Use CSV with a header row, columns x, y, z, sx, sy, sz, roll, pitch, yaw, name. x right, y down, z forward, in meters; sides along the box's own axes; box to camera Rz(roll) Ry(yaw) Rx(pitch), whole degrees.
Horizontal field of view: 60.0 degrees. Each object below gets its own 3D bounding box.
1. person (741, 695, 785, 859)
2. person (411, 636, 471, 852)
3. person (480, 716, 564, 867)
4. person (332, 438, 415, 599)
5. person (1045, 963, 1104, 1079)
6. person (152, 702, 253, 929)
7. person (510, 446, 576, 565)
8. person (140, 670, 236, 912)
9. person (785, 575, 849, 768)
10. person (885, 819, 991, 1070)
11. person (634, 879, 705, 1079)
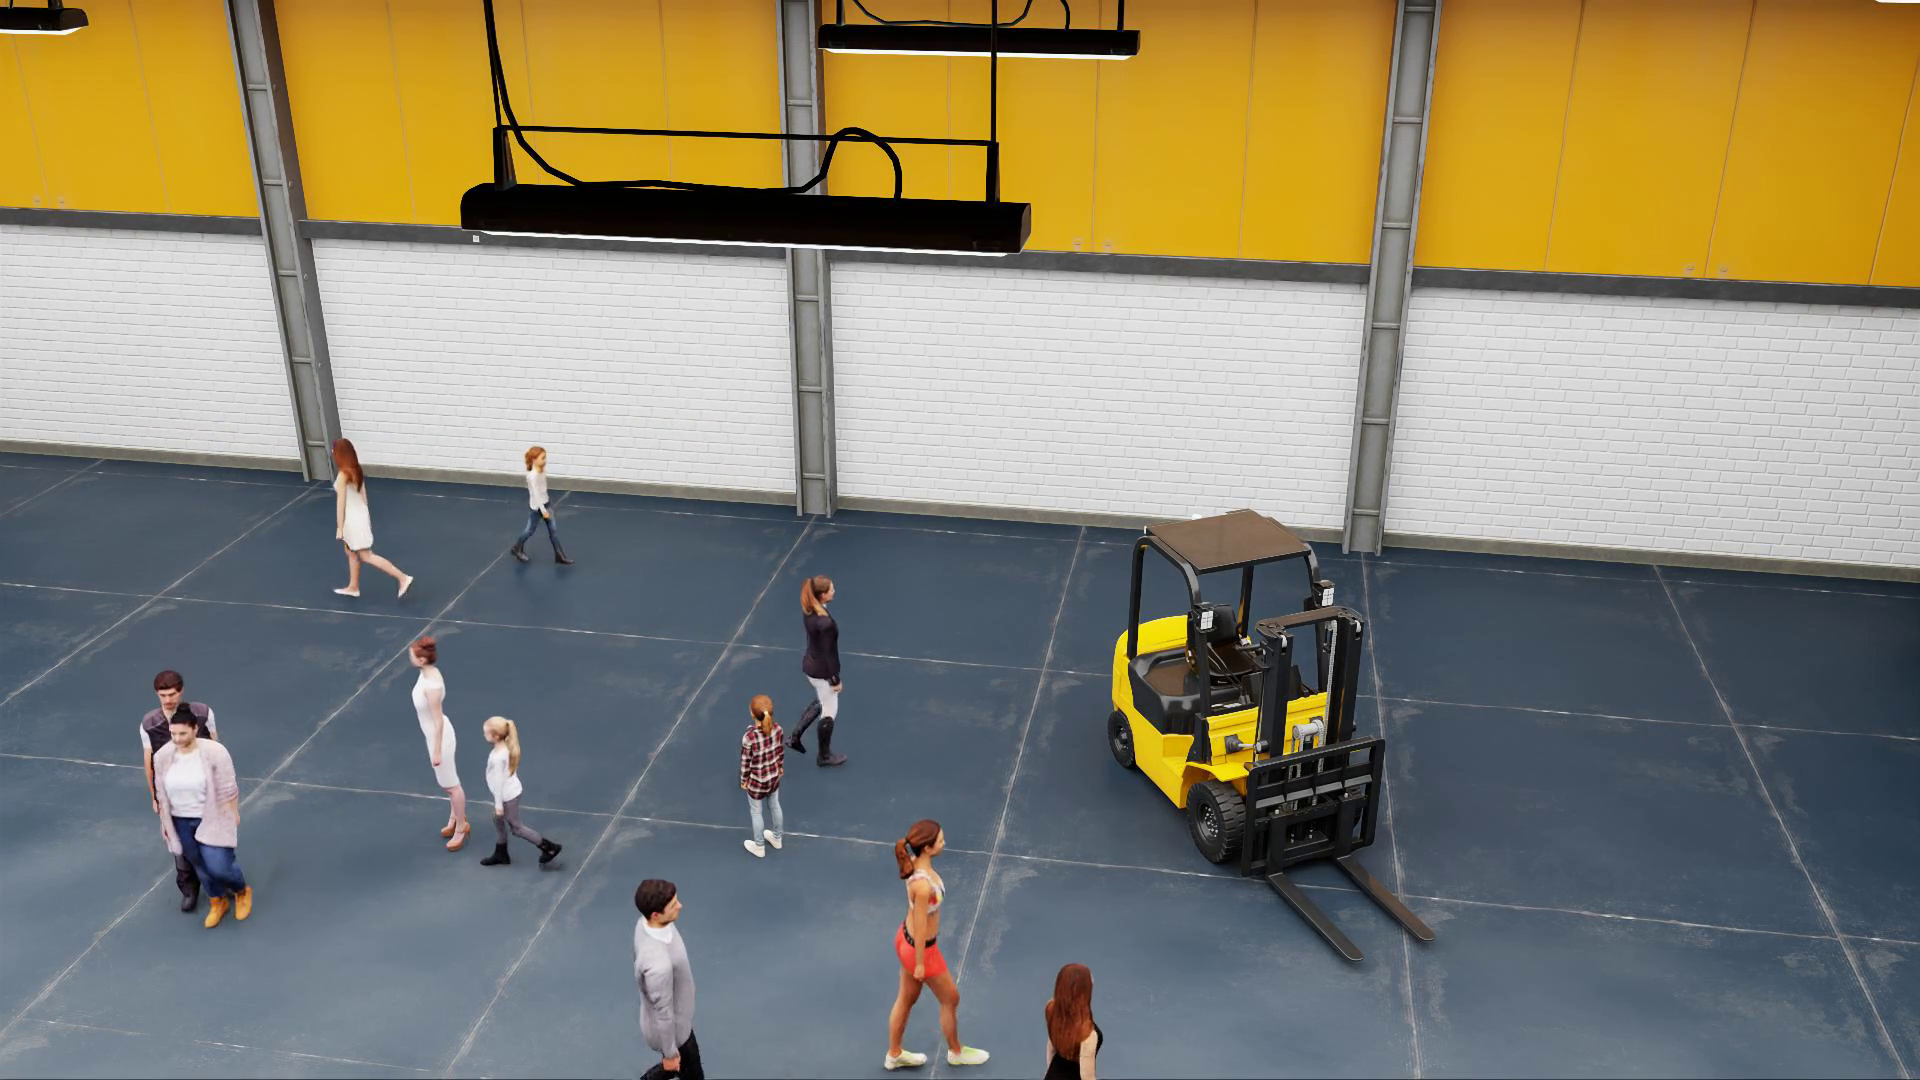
x,y,z,sx,sy,sz,roll,pitch,yaw,name
-1.463,1.747,12.402,0.617,1.306,0.668,-18,30,-36,person
-3.858,1.499,12.365,0.652,1.792,0.635,-9,25,-21,person
-3.254,1.869,12.184,0.894,1.257,0.632,-1,24,-2,person
-5.840,-0.173,16.318,1.104,1.688,0.624,2,24,4,person
0.519,3.023,8.984,1.049,1.706,0.994,-16,28,-31,person
-5.240,1.872,11.581,0.590,1.735,0.758,2,24,4,person
-4.414,-0.333,17.185,0.955,1.287,0.543,7,25,16,person
-5.438,1.736,11.751,0.733,1.848,0.816,-13,27,-26,person
-1.197,1.101,13.368,0.874,1.717,0.790,-10,25,-21,person
-0.328,2.502,10.099,0.974,1.769,0.801,-4,24,-9,person
-1.731,2.728,9.415,1.200,1.902,1.022,-6,24,-13,person
